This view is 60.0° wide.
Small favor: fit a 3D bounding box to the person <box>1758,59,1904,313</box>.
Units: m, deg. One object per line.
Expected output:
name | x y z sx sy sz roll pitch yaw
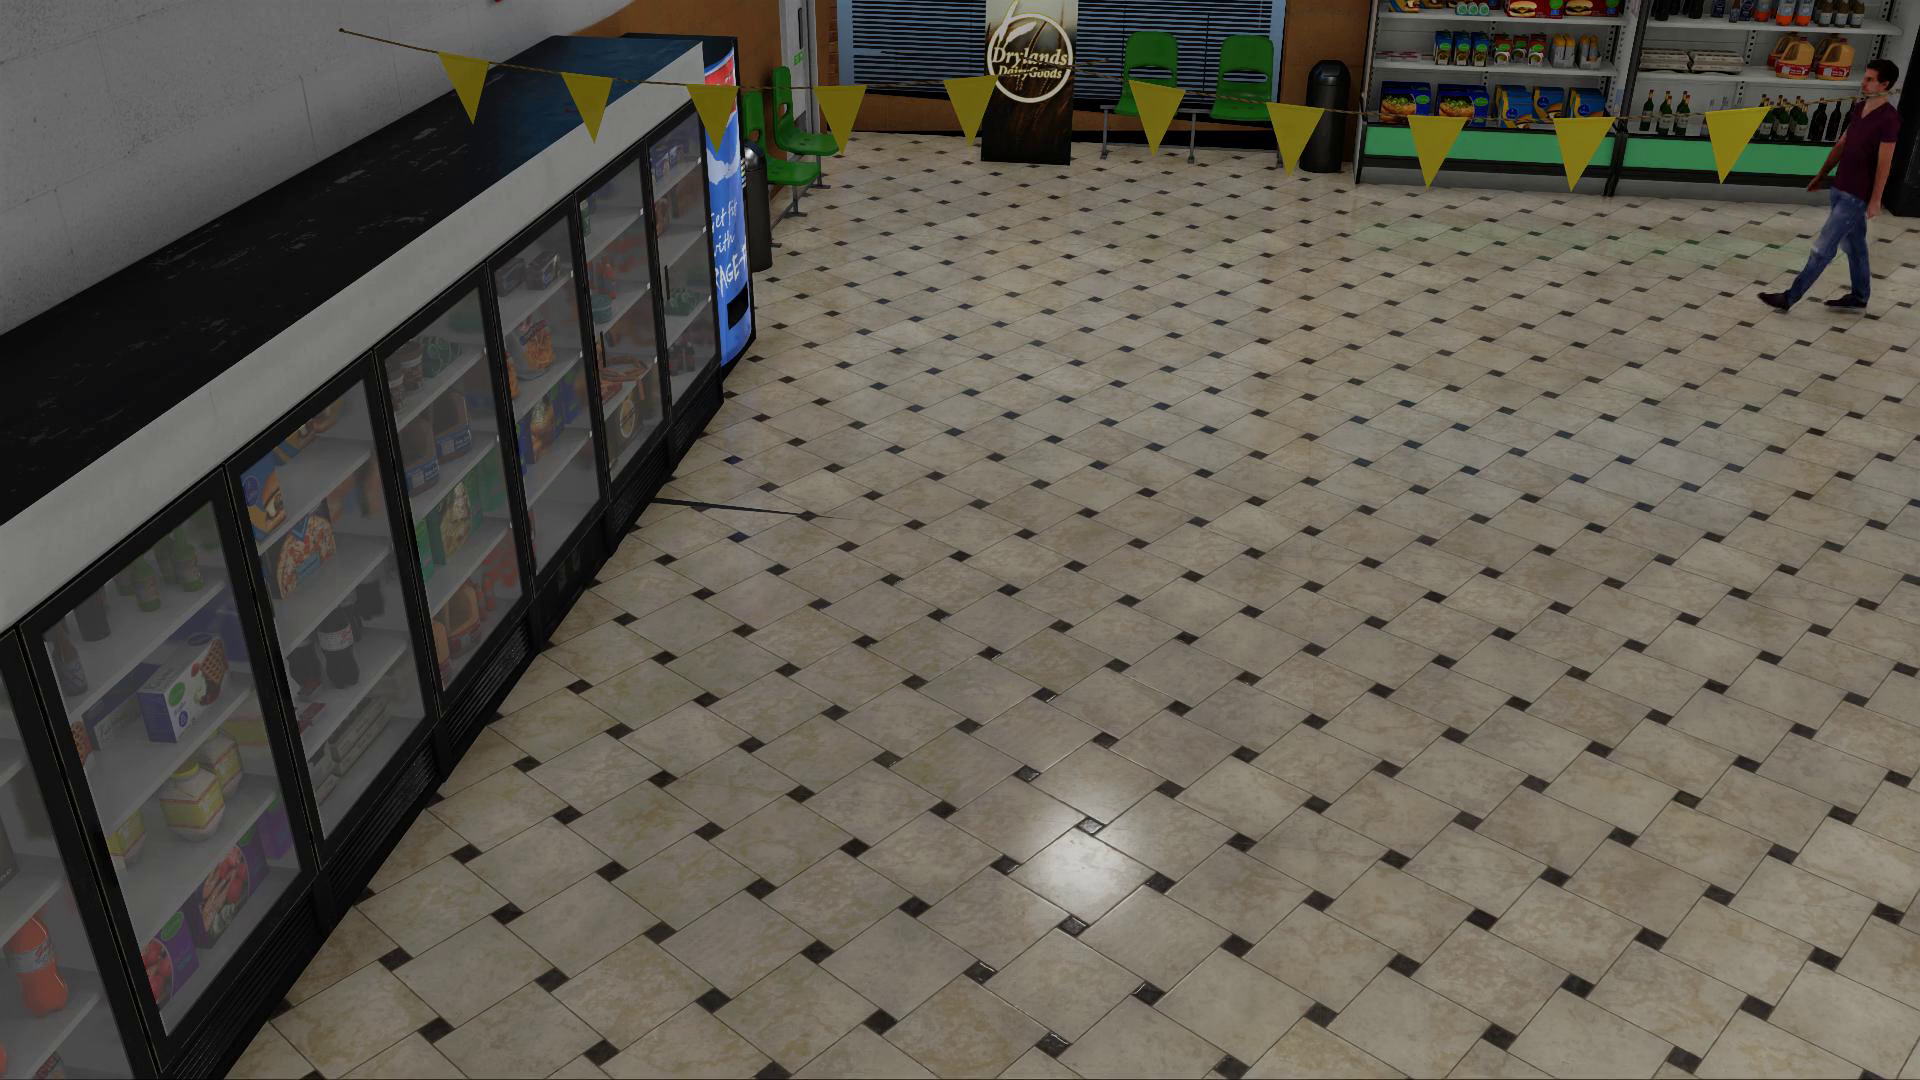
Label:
person | 6.423 -2.459 11.787 1.120 1.808 0.769 2 29 4
